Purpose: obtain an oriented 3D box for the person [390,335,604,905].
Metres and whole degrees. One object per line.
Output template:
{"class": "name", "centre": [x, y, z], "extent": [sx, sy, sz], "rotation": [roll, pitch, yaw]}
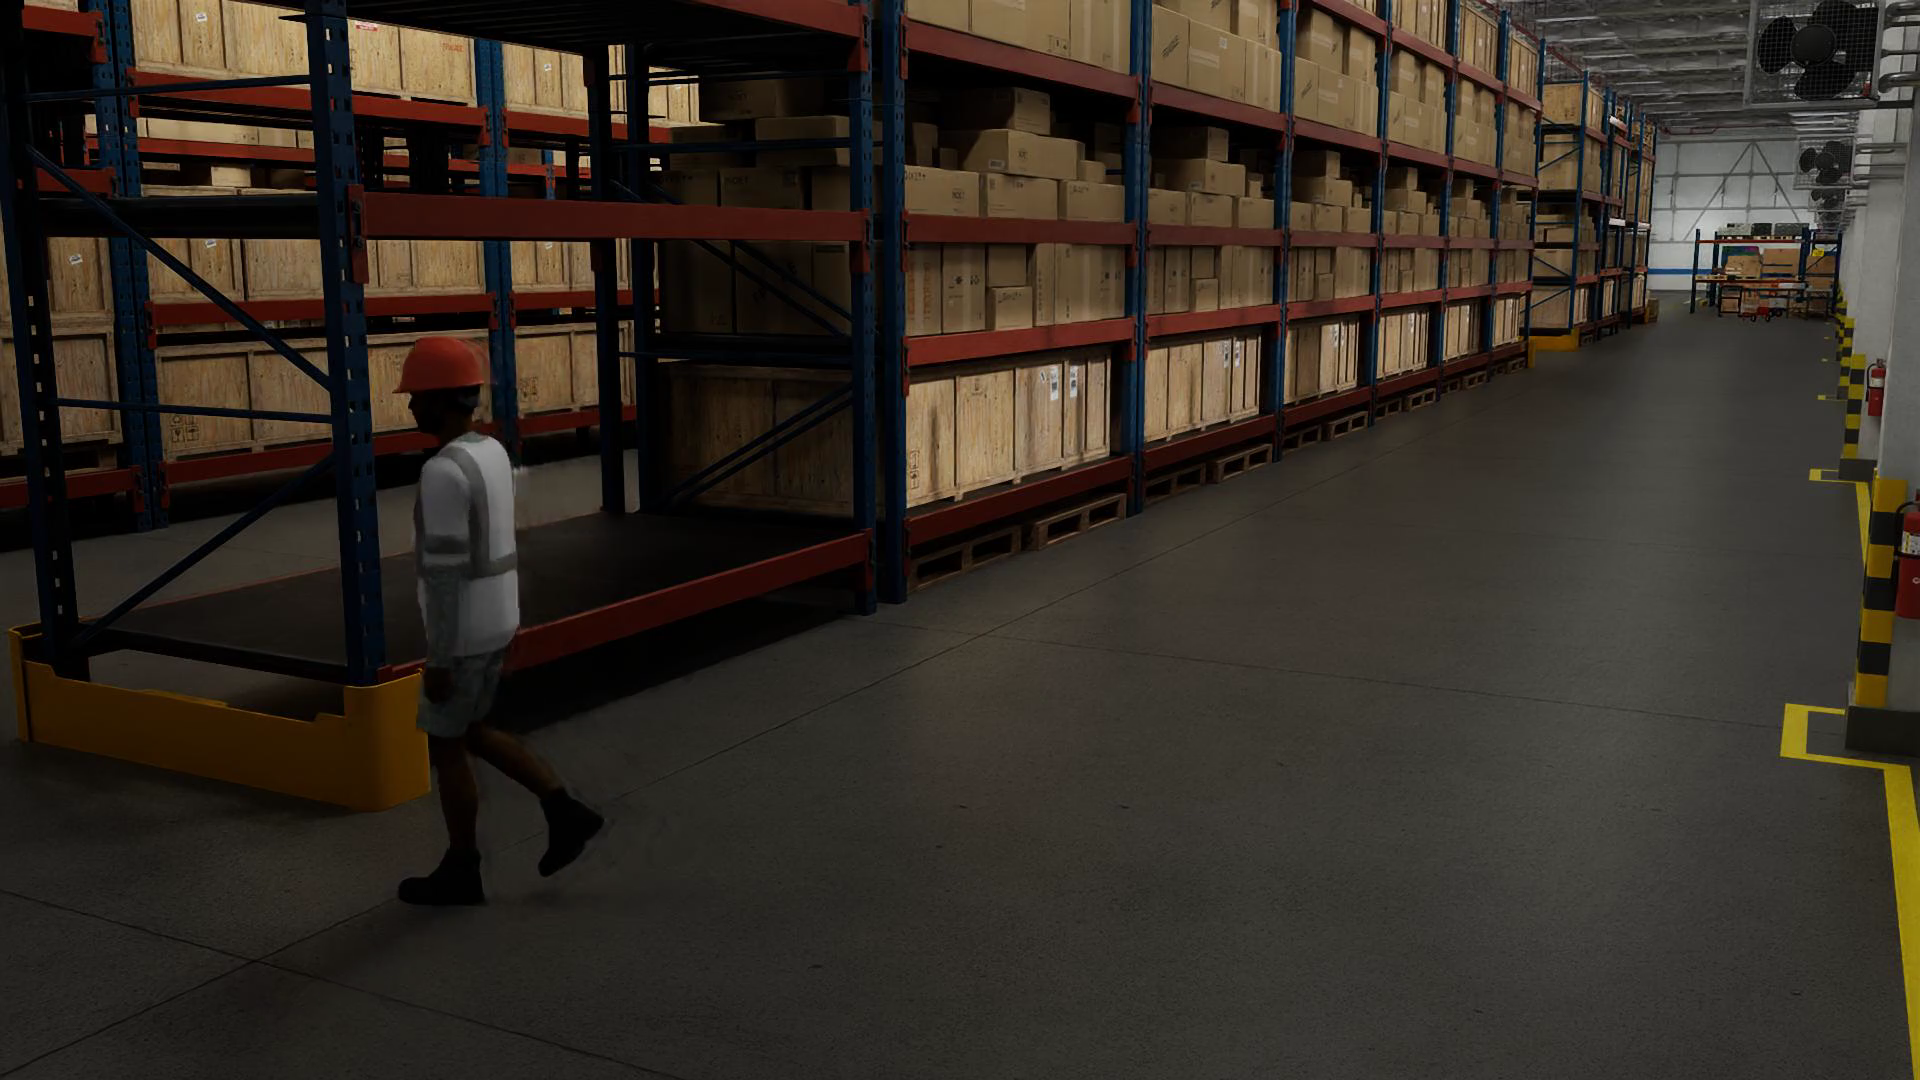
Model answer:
{"class": "person", "centre": [-1.577, 0.287, 5.479], "extent": [0.584, 1.920, 0.544], "rotation": [1, 10, 4]}
